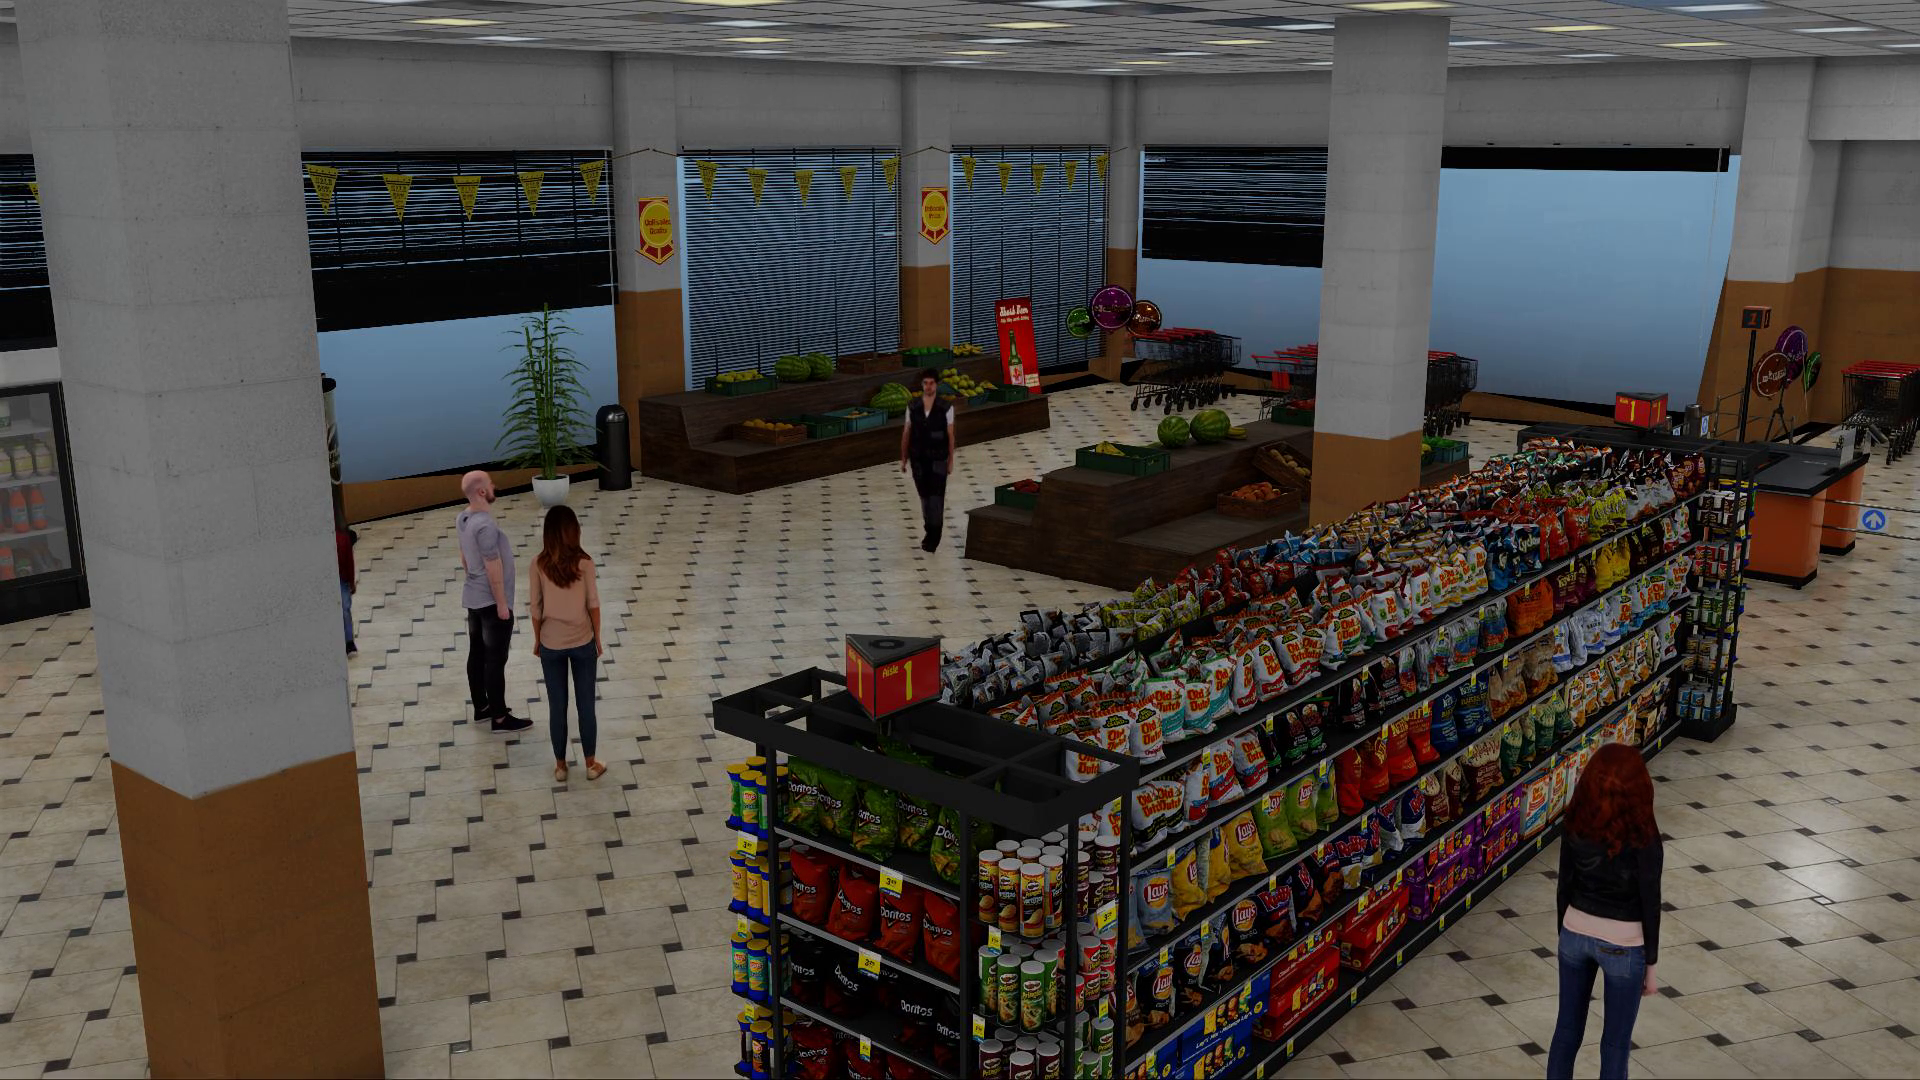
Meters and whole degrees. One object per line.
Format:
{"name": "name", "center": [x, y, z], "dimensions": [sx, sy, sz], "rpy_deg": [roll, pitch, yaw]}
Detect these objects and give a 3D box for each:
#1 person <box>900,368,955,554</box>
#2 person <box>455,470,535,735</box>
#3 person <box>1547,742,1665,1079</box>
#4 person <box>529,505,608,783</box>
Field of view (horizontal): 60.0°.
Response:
{"name": "person", "center": [-0.282, -0.801, 16.578], "dimensions": [0.949, 1.813, 1.213], "rpy_deg": [4, 14, 17]}
{"name": "person", "center": [-3.273, 0.410, 11.532], "dimensions": [0.652, 1.838, 0.708], "rpy_deg": [-10, 17, -37]}
{"name": "person", "center": [2.533, 1.640, 6.562], "dimensions": [0.602, 1.790, 0.610], "rpy_deg": [-11, 17, -37]}
{"name": "person", "center": [-2.504, 0.660, 10.603], "dimensions": [0.667, 1.790, 0.722], "rpy_deg": [-1, 14, -4]}
